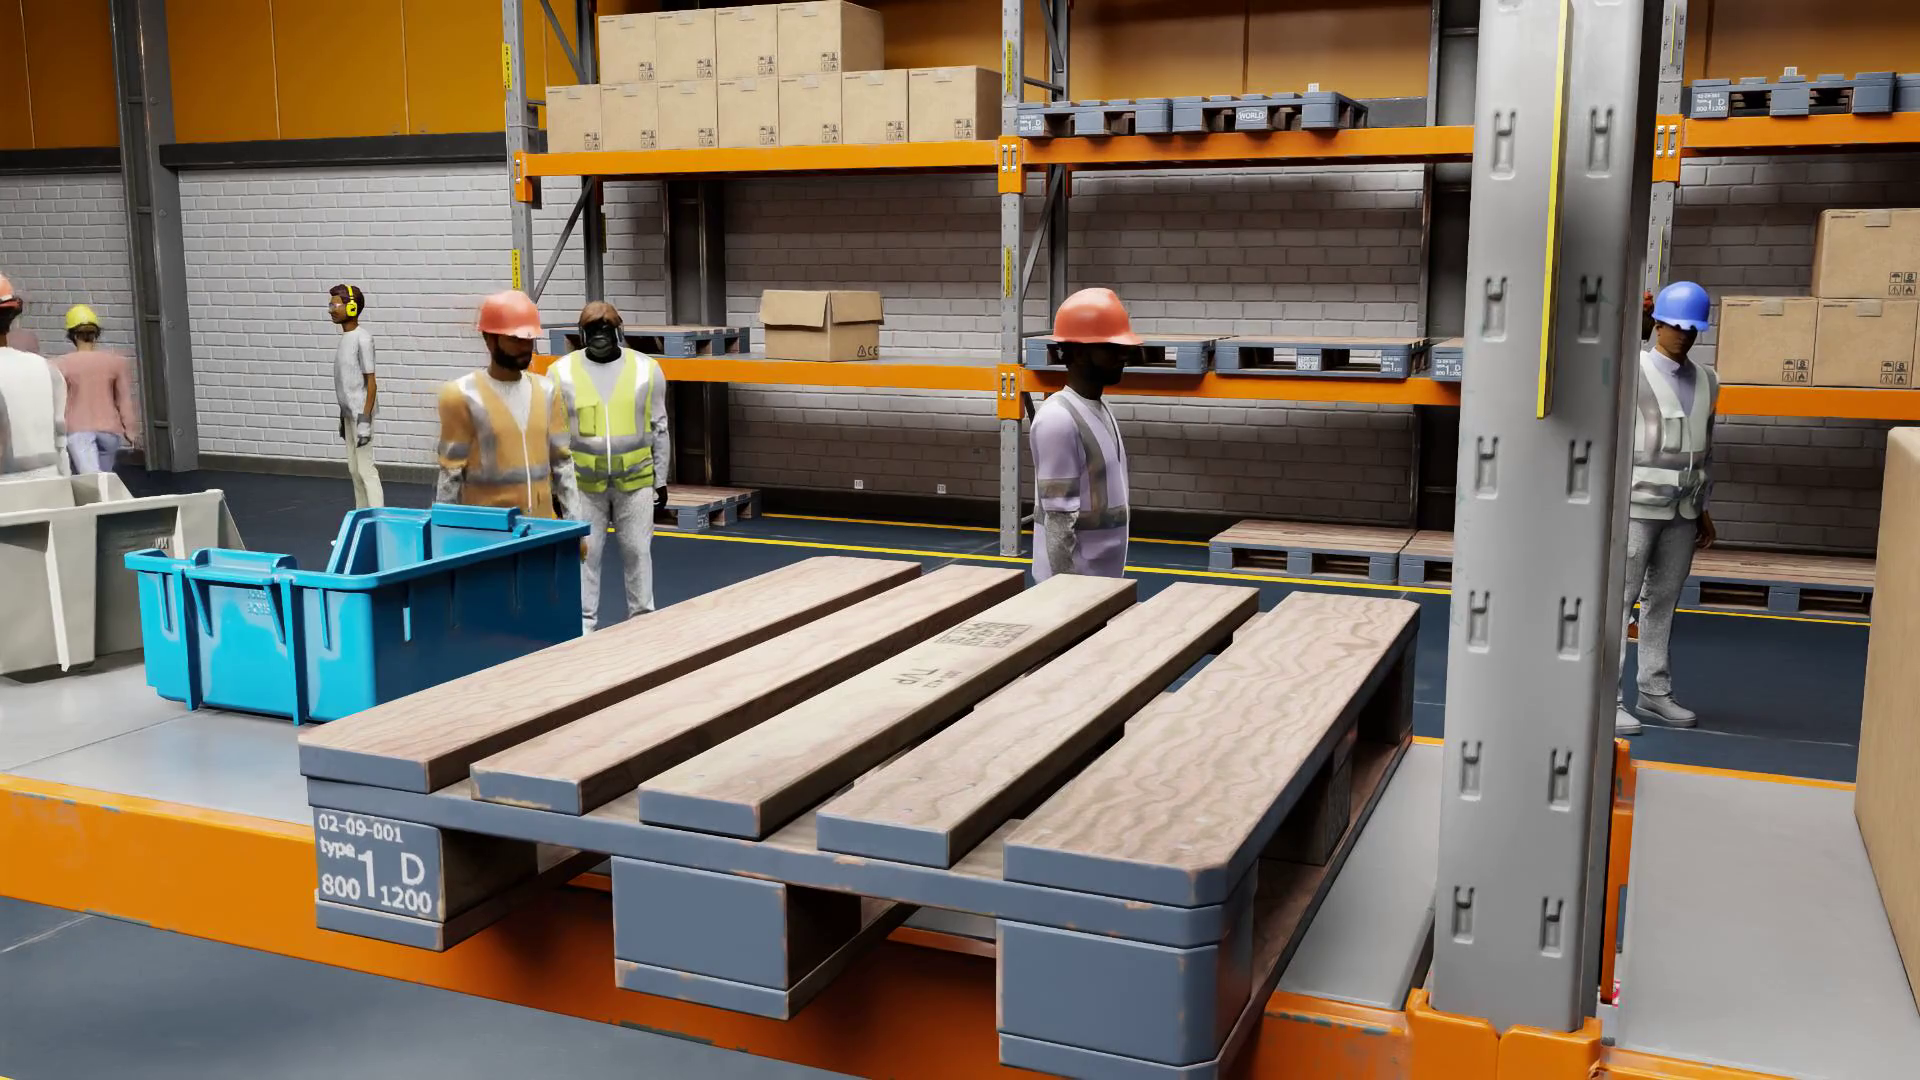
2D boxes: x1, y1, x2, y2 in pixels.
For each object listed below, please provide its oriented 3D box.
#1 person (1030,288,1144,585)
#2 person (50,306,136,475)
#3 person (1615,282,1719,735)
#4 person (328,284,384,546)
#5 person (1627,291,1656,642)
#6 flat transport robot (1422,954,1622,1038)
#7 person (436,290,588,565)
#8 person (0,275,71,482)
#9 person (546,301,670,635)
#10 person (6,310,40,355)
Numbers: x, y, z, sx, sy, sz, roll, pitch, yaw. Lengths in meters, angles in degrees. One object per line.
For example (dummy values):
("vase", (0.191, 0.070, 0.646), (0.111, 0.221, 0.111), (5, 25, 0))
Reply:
("person", (0.429, 0.134, 5.579), (0.357, 1.938, 0.545), (3, 10, 18))
("person", (-6.030, -0.747, 11.490), (0.895, 1.711, 0.543), (8, 12, 40))
("person", (3.016, -0.136, 7.188), (0.602, 1.940, 0.402), (-4, 10, -21))
("person", (-4.255, -0.853, 11.689), (0.328, 1.874, 0.521), (-7, 12, -36))
("person", (3.547, -0.397, 8.921), (0.348, 1.882, 0.584), (-2, 10, -10))
("flat transport robot", (1.401, 1.206, 4.140), (1.431, 0.197, 0.652), (1, 10, 7))
("person", (-1.744, -0.045, 6.748), (0.848, 1.904, 0.579), (8, 12, 40))
("person", (-3.730, -0.087, 6.688), (0.762, 2.021, 0.606), (2, 10, 9))
("person", (-1.793, -0.294, 8.476), (0.633, 1.835, 0.432), (-2, 10, -12))
("person", (-8.218, -1.252, 14.400), (0.329, 1.765, 0.533), (6, 11, 34))
